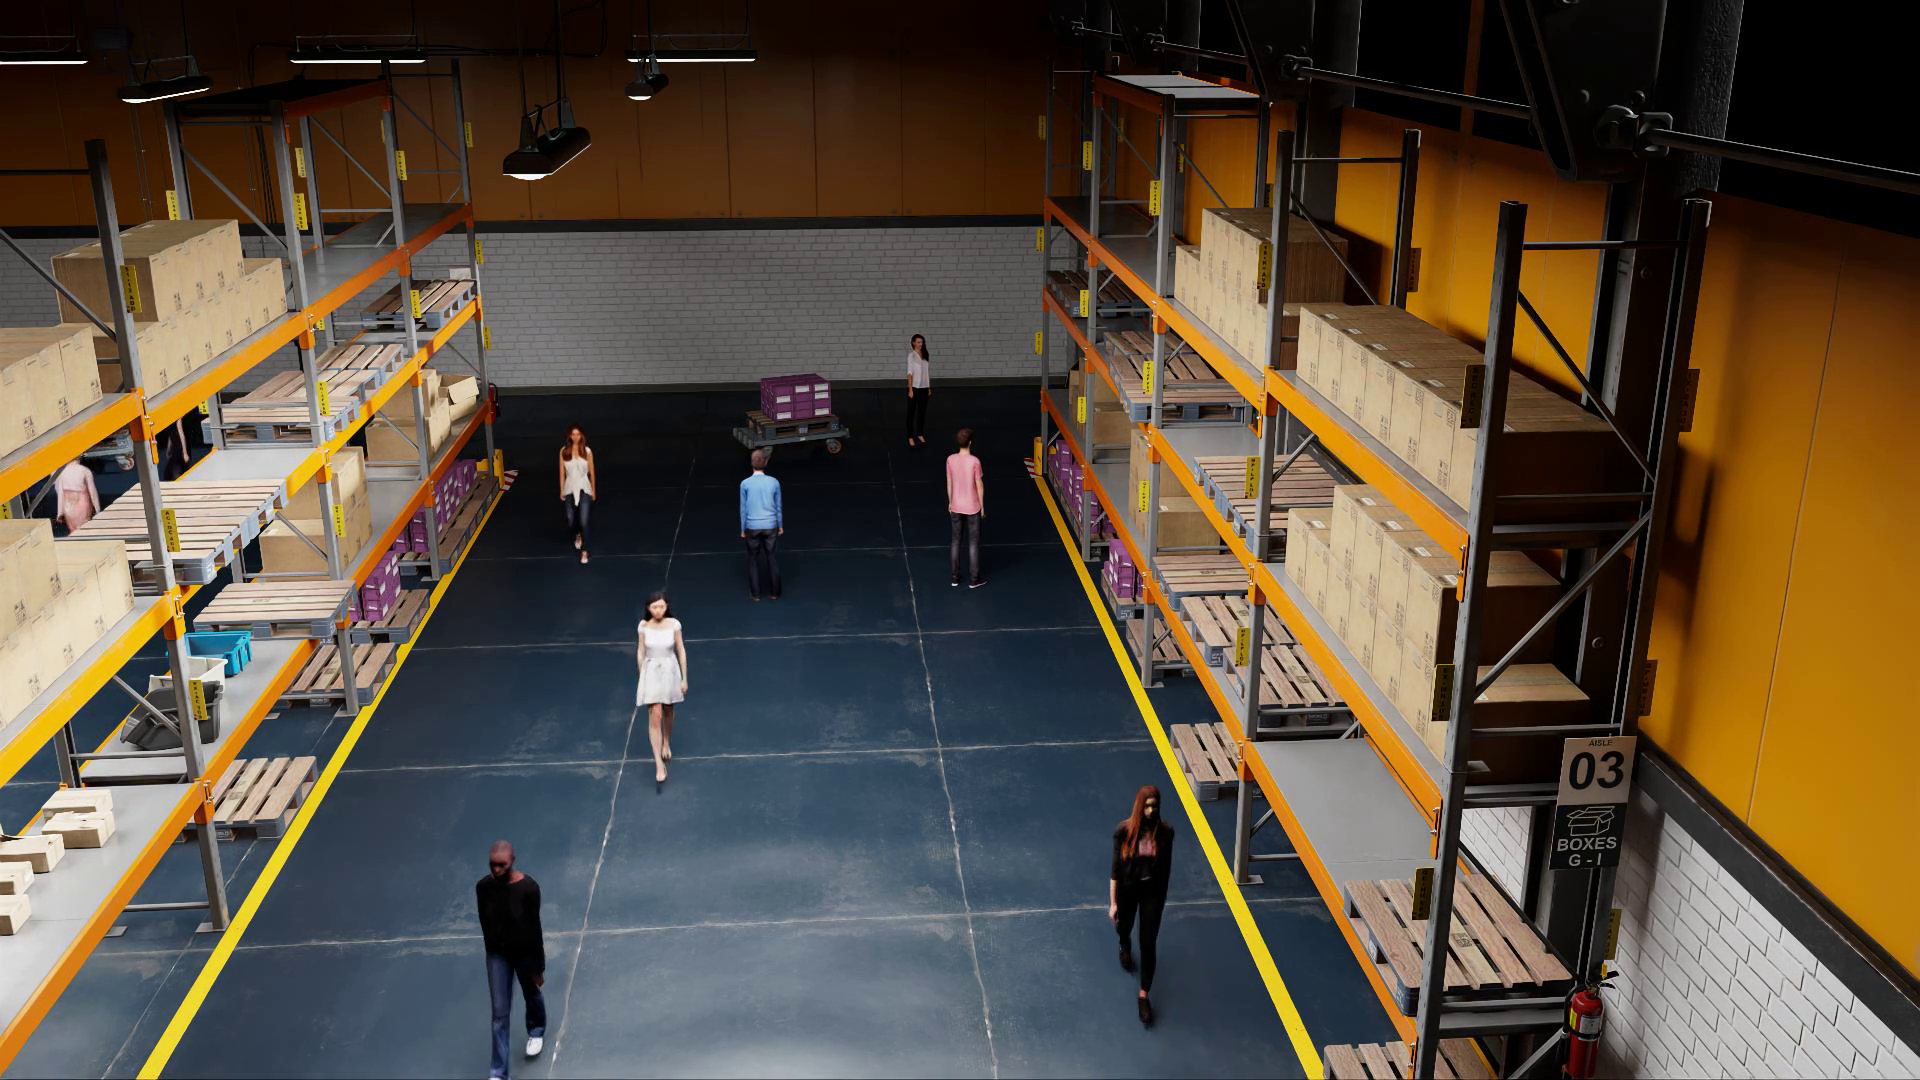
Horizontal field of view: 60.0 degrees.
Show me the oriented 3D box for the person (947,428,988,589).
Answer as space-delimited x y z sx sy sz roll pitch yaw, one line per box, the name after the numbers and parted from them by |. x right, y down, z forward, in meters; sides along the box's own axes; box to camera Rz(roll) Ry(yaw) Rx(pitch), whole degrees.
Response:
0.061 -0.388 20.020 0.703 1.958 0.705 8 20 21 | person

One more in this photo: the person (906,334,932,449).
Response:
-0.665 -2.351 26.106 0.685 1.794 0.721 -17 25 -41 | person

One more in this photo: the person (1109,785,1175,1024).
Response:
1.264 2.492 11.903 0.700 1.680 1.167 1 19 2 | person

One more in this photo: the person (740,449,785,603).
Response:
-2.346 -0.178 19.620 0.686 1.817 0.597 -4 19 -12 | person

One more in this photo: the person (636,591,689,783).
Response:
-2.764 1.283 15.405 0.706 1.738 1.062 -4 19 -11 | person

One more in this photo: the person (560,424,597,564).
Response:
-4.816 -0.610 20.969 0.636 1.773 0.840 -3 19 -9 | person

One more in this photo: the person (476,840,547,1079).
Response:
-2.947 2.740 11.132 0.712 1.703 1.147 1 19 3 | person

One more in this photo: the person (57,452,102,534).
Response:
-10.770 -0.306 20.257 0.734 1.653 1.125 -1 19 -2 | person
